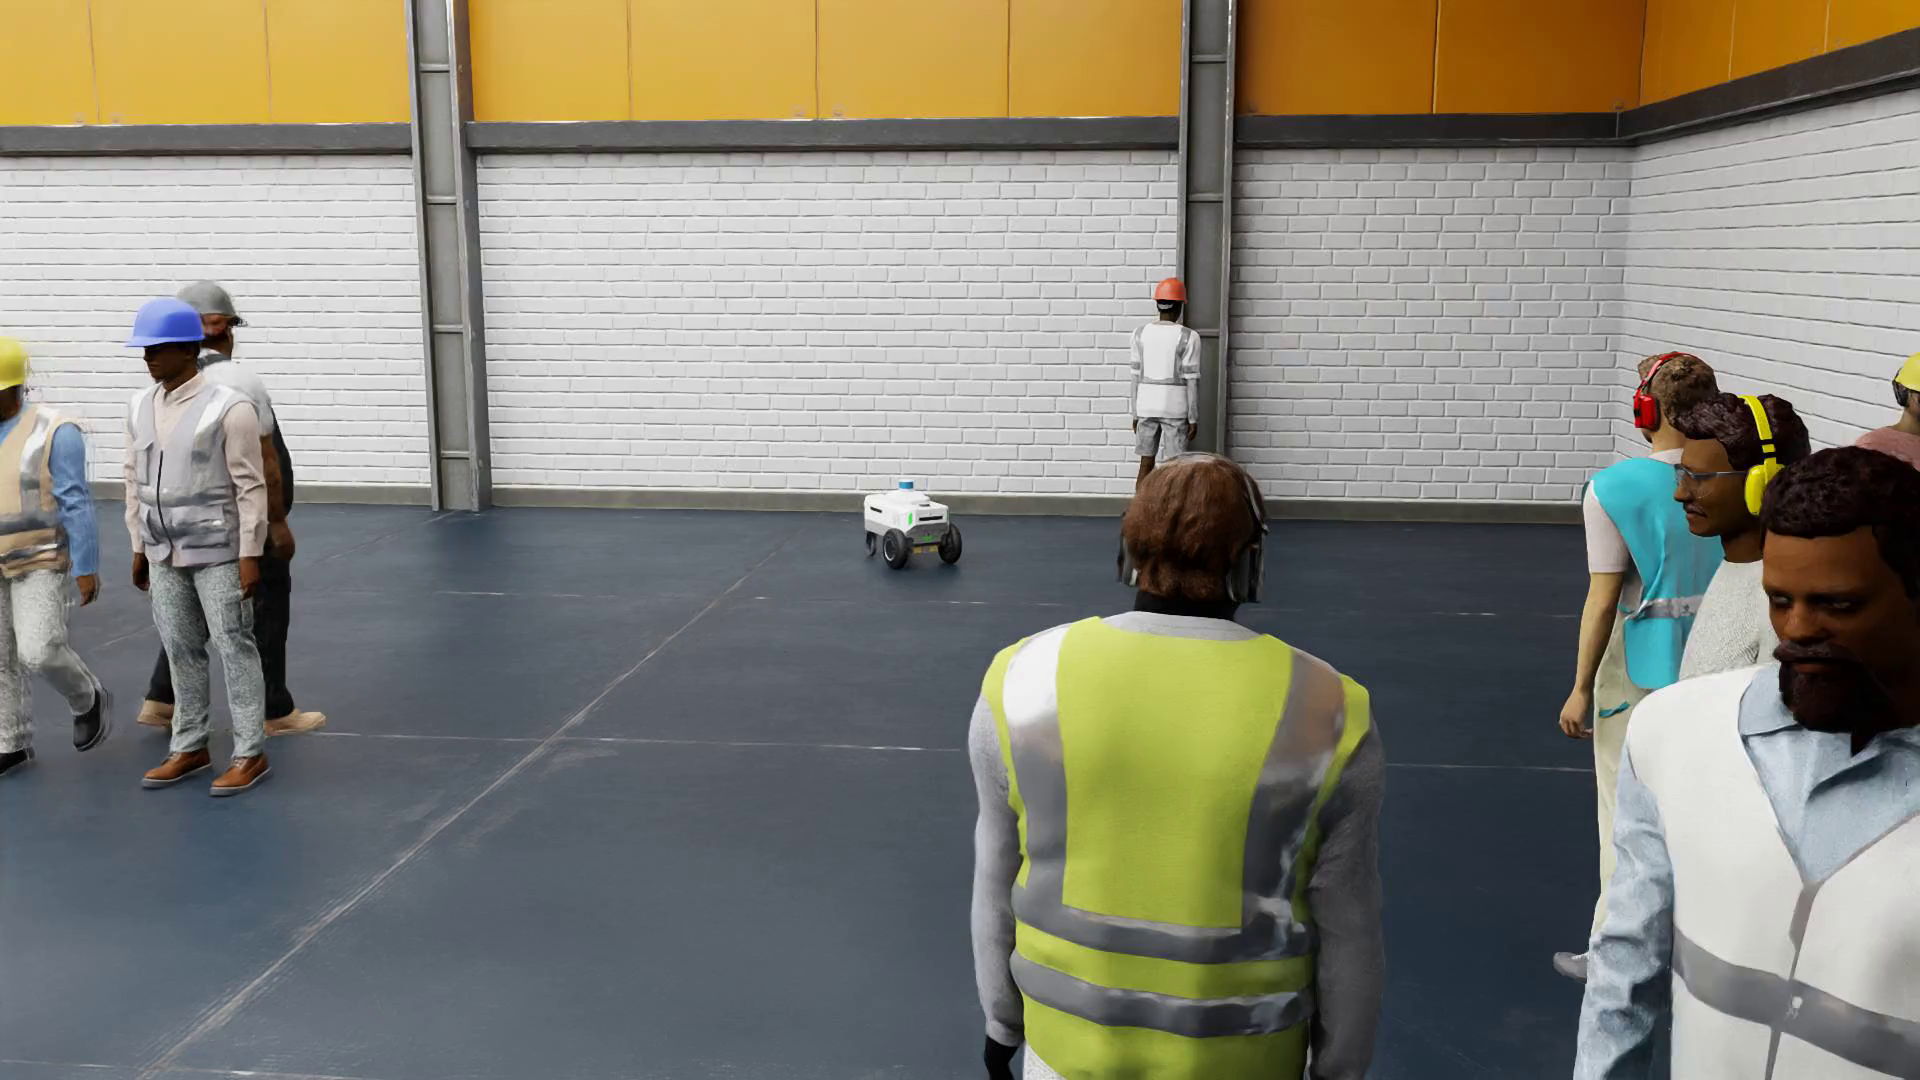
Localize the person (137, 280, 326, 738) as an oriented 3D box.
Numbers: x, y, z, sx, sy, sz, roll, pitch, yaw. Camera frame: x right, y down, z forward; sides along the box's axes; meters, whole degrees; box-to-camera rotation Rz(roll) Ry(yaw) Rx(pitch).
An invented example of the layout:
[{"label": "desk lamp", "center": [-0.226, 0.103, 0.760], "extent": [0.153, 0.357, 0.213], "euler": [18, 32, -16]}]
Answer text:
[{"label": "person", "center": [-3.193, -0.139, 7.206], "extent": [0.738, 2.000, 0.635], "euler": [6, 12, 32]}]

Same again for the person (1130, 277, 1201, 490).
[{"label": "person", "center": [1.502, -0.942, 12.146], "extent": [0.539, 1.930, 0.383], "euler": [5, 11, 26]}]

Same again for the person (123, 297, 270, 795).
[{"label": "person", "center": [-2.993, 0.032, 6.494], "extent": [0.614, 1.945, 0.404], "euler": [3, 10, 17]}]

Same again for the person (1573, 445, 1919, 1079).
[{"label": "person", "center": [1.091, 0.826, 2.098], "extent": [0.436, 1.895, 0.621], "euler": [-9, 13, -41]}]

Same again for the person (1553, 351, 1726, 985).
[{"label": "person", "center": [1.987, 0.395, 4.705], "extent": [0.570, 1.845, 0.380], "euler": [-3, 10, -16]}]

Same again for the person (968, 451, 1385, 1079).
[{"label": "person", "center": [0.327, 0.775, 2.587], "extent": [0.635, 1.832, 0.429], "euler": [3, 10, 16]}]

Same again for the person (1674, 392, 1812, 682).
[{"label": "person", "center": [1.512, 0.638, 3.292], "extent": [0.333, 1.860, 0.510], "euler": [3, 10, 15]}]

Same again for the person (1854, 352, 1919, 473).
[{"label": "person", "center": [3.633, 0.143, 6.406], "extent": [0.523, 1.760, 0.327], "euler": [-3, 10, -19]}]

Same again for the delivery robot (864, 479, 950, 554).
[{"label": "delivery robot", "center": [-0.369, -0.171, 11.352], "extent": [0.477, 0.478, 0.707], "euler": [-5, 12, -30]}]

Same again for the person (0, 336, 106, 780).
[{"label": "person", "center": [-3.767, 0.075, 6.666], "extent": [0.657, 1.803, 0.549], "euler": [1, 10, 5]}]
